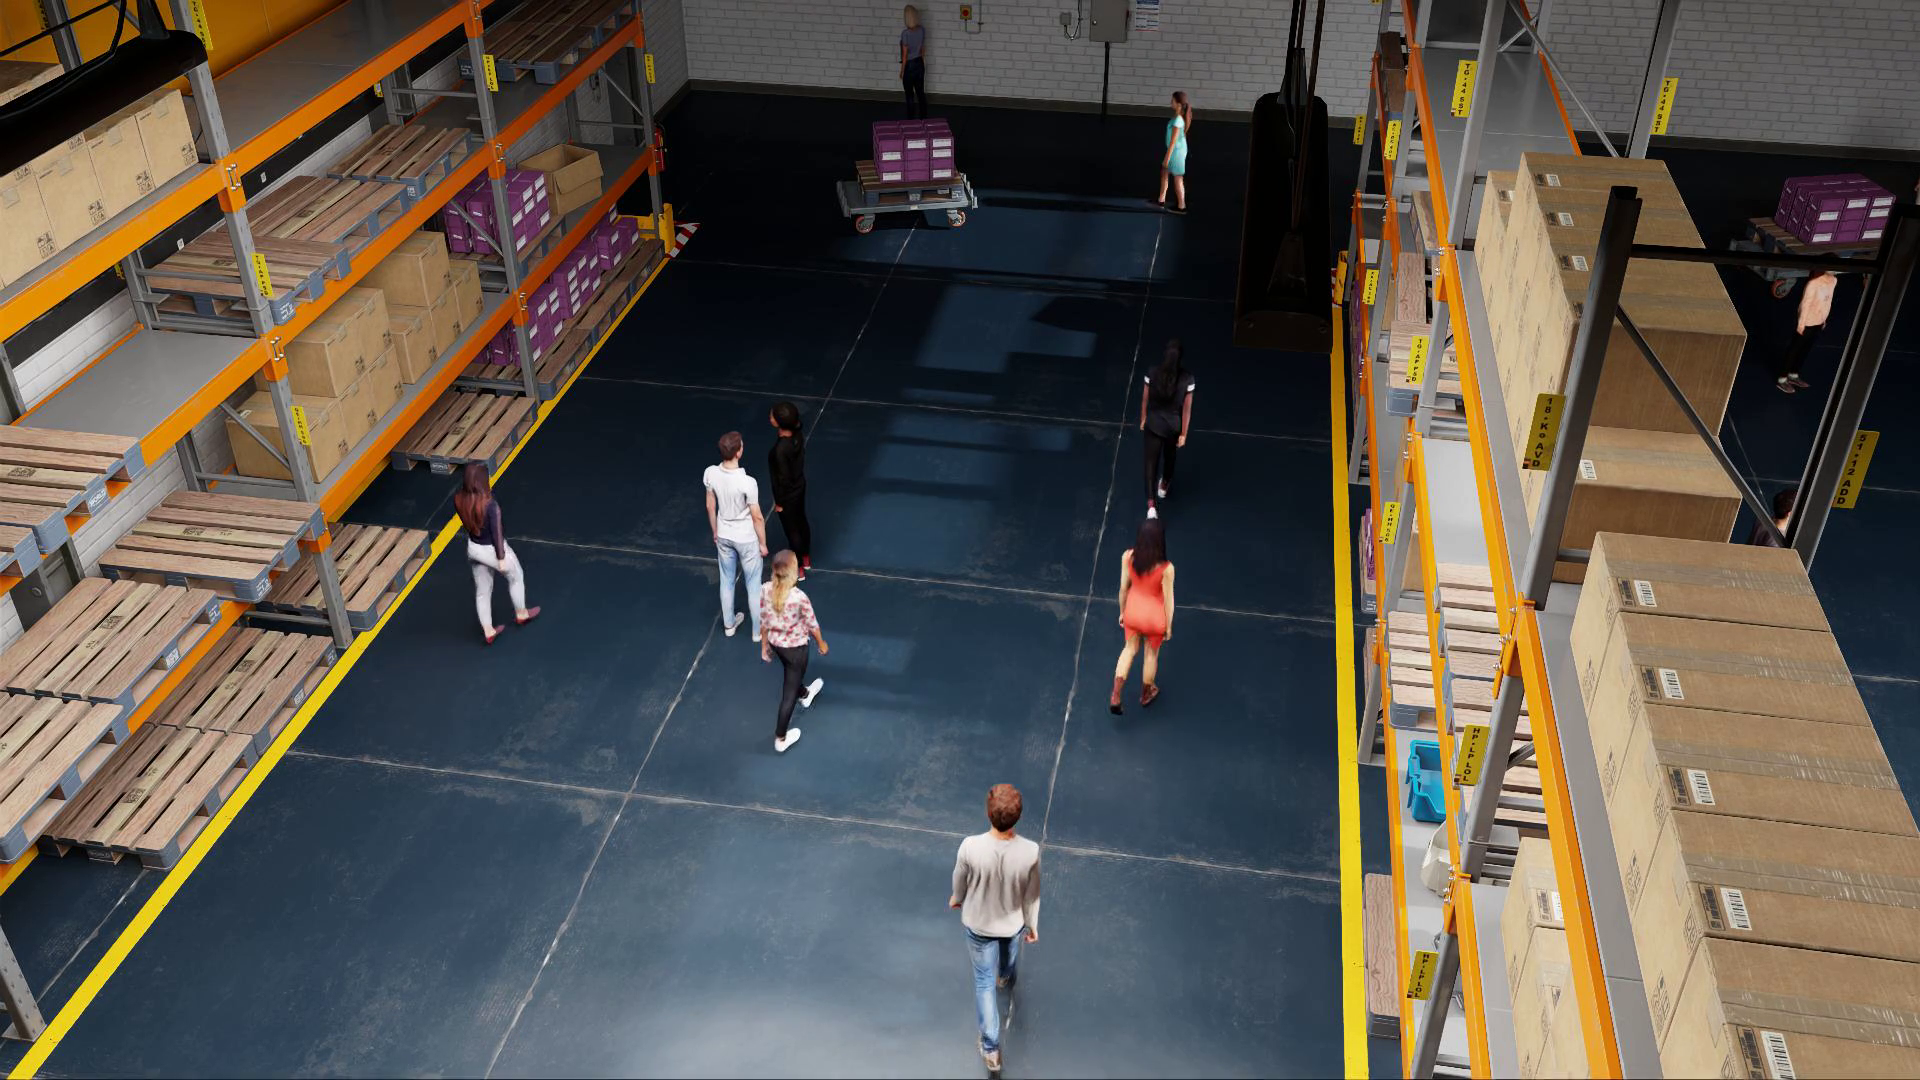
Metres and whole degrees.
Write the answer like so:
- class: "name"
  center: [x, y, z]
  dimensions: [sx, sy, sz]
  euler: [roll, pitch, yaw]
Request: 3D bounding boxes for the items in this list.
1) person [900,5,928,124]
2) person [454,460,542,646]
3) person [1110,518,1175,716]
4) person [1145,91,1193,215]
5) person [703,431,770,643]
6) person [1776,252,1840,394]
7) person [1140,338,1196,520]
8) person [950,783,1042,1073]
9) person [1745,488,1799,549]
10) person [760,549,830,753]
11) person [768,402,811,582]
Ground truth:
- class: "person"
  center: [-0.647, -6.542, 23.028]
  dimensions: [0.630, 1.721, 0.723]
  euler: [-28, 43, -35]
- class: "person"
  center: [-3.752, 0.138, 13.102]
  dimensions: [0.733, 1.584, 0.854]
  euler: [15, 36, 21]
- class: "person"
  center: [1.334, 0.620, 12.269]
  dimensions: [0.752, 1.703, 0.968]
  euler: [17, 37, 24]
- class: "person"
  center: [2.742, -4.760, 20.503]
  dimensions: [0.675, 1.547, 0.741]
  euler: [11, 35, 16]
- class: "person"
  center: [-1.749, -0.021, 13.100]
  dimensions: [0.704, 1.851, 0.641]
  euler: [15, 36, 21]
- class: "person"
  center: [8.554, -2.202, 16.714]
  dimensions: [0.642, 1.483, 0.687]
  euler: [-18, 38, -25]
- class: "person"
  center: [1.781, -0.940, 14.625]
  dimensions: [0.628, 1.692, 1.153]
  euler: [4, 34, 6]
- class: "person"
  center: [0.204, 2.272, 9.647]
  dimensions: [0.843, 1.854, 1.246]
  euler: [0, 34, -1]
- class: "person"
  center: [5.979, 0.417, 12.440]
  dimensions: [0.780, 1.852, 0.545]
  euler: [-1, 34, -1]
- class: "person"
  center: [-1.287, 0.833, 12.046]
  dimensions: [0.822, 1.596, 1.068]
  euler: [20, 39, 27]
- class: "person"
  center: [-1.406, -0.413, 13.849]
  dimensions: [0.674, 1.674, 0.502]
  euler: [10, 35, 14]
